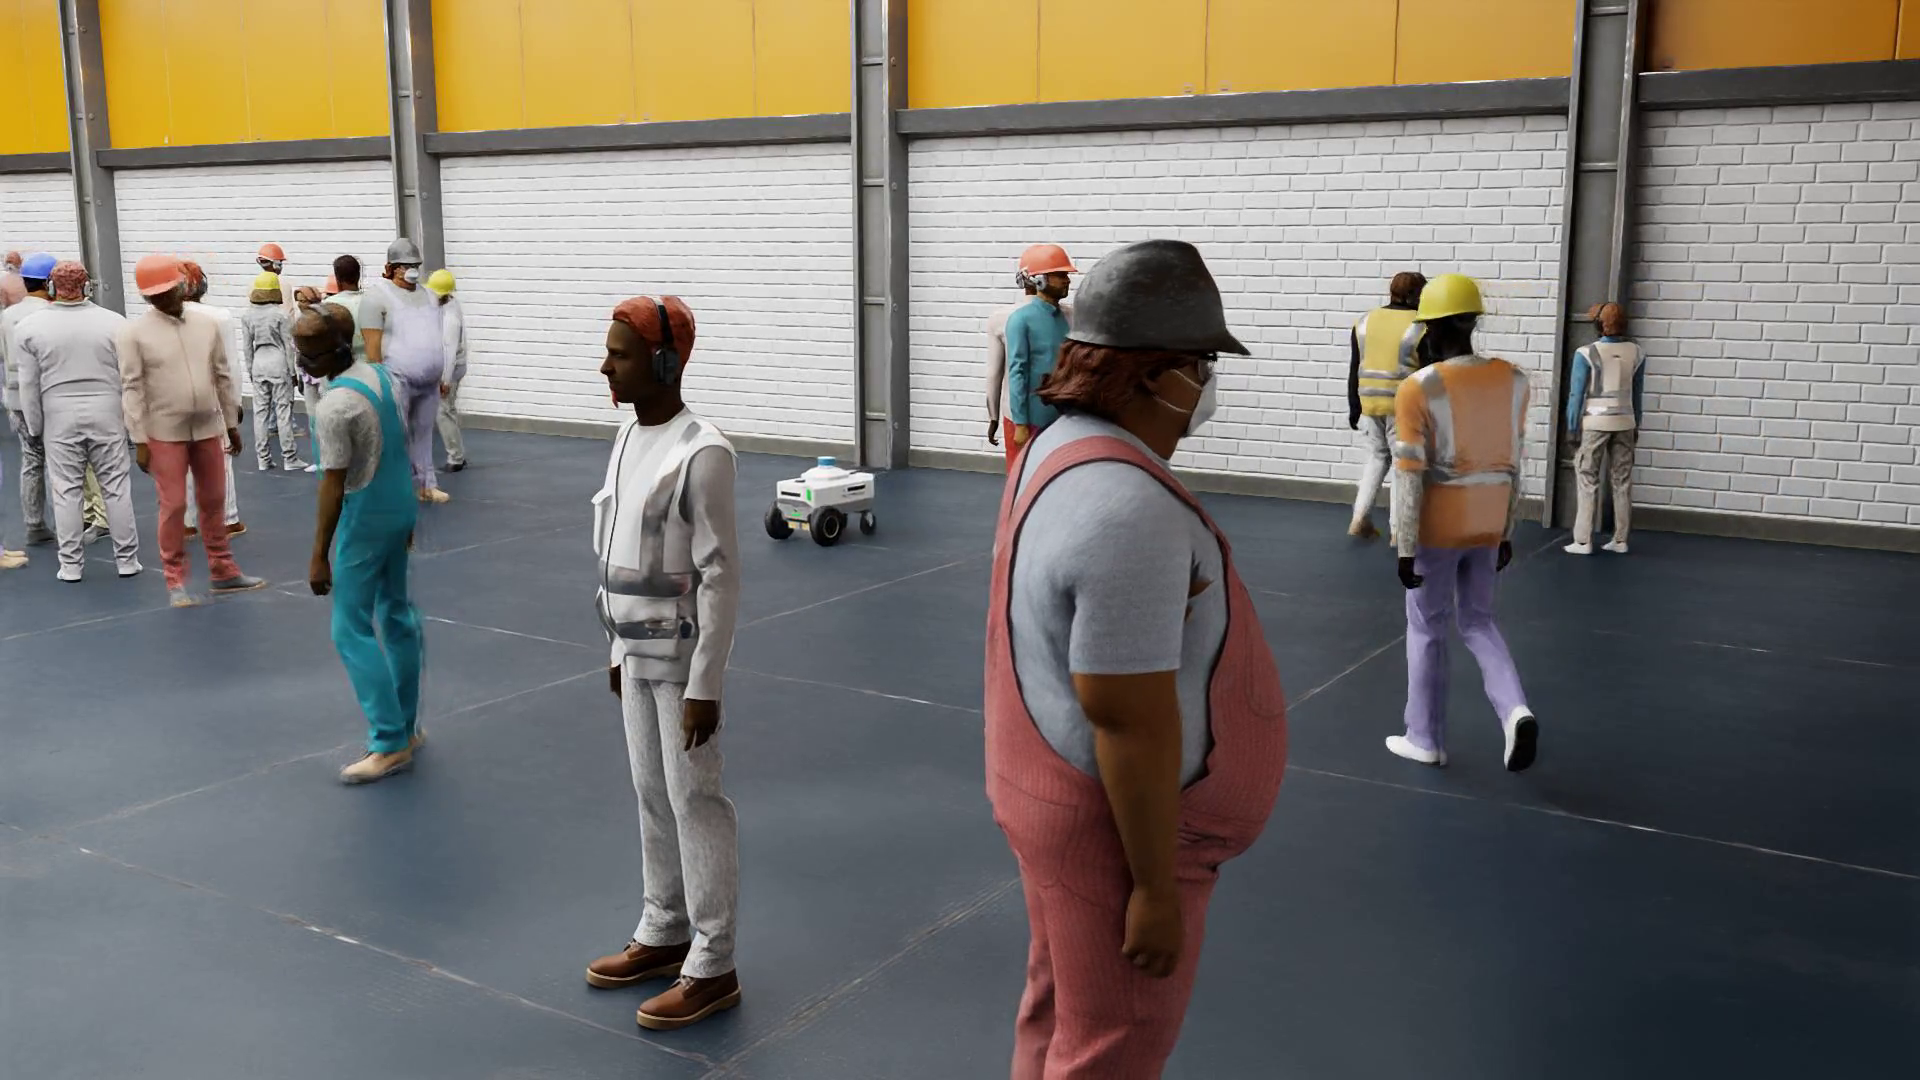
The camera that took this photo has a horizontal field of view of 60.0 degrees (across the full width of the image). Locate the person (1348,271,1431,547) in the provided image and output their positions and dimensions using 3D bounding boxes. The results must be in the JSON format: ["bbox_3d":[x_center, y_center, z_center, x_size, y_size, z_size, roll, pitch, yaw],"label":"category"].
[{"bbox_3d":[2.880,-0.857,10.996,0.480,1.821,0.662,-9,14,-41],"label":"person"}]

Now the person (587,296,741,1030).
[{"bbox_3d":[-0.768,0.315,4.322,0.356,1.883,0.572,-7,12,-34],"label":"person"}]

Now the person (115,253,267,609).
[{"bbox_3d":[-4.255,-0.604,9.279,0.390,1.959,0.798,6,12,32],"label":"person"}]

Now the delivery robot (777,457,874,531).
[{"bbox_3d":[-0.906,-0.323,11.276,0.477,0.478,0.707,8,13,37],"label":"delivery robot"}]

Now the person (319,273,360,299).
[{"bbox_3d":[-4.951,-1.264,13.420,0.323,1.755,0.564,-2,10,-13],"label":"person"}]

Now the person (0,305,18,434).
[{"bbox_3d":[-9.905,-1.882,16.902,0.556,1.729,0.497,7,12,33],"label":"person"}]

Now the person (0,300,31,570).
[{"bbox_3d":[-5.983,-0.719,10.195,0.357,1.836,0.511,-8,13,-36],"label":"person"}]

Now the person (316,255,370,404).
[{"bbox_3d":[-4.565,-1.193,12.638,0.630,1.912,0.382,-8,13,-39],"label":"person"}]

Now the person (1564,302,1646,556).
[{"bbox_3d":[4.140,-0.706,10.684,0.535,1.631,0.319,-2,10,-11],"label":"person"}]

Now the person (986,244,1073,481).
[{"bbox_3d":[0.461,-0.749,9.902,0.610,1.996,0.384,1,10,7],"label":"person"}]

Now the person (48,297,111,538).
[{"bbox_3d":[-6.001,-0.880,11.305,0.335,1.747,0.573,-9,13,-40],"label":"person"}]

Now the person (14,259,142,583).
[{"bbox_3d":[-5.205,-0.699,9.877,0.643,1.908,0.410,-6,12,-30],"label":"person"}]

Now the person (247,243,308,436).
[{"bbox_3d":[-7.054,-2.050,17.155,0.617,1.990,0.400,6,12,30],"label":"person"}]

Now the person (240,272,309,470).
[{"bbox_3d":[-6.060,-1.484,14.677,0.483,1.745,0.299,2,10,9],"label":"person"}]

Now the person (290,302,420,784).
[{"bbox_3d":[-2.249,-0.008,6.364,0.336,1.805,0.649,1,10,7],"label":"person"}]

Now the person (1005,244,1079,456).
[{"bbox_3d":[0.502,-0.711,9.703,0.375,1.993,0.608,8,13,37],"label":"person"}]

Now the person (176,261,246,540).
[{"bbox_3d":[-5.153,-0.936,11.253,0.575,1.884,0.355,-3,11,-15],"label":"person"}]

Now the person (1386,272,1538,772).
[{"bbox_3d":[1.894,-0.040,6.228,0.586,1.904,0.635,-3,11,-19],"label":"person"}]

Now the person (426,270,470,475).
[{"bbox_3d":[-4.468,-1.442,14.387,0.420,1.769,0.761,-4,11,-22],"label":"person"}]

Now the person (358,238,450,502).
[{"bbox_3d":[-4.173,-1.271,12.673,0.536,2.000,0.676,7,12,33],"label":"person"}]

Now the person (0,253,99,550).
[{"bbox_3d":[-6.002,-0.905,10.933,0.617,1.938,0.423,5,11,24],"label":"person"}]
